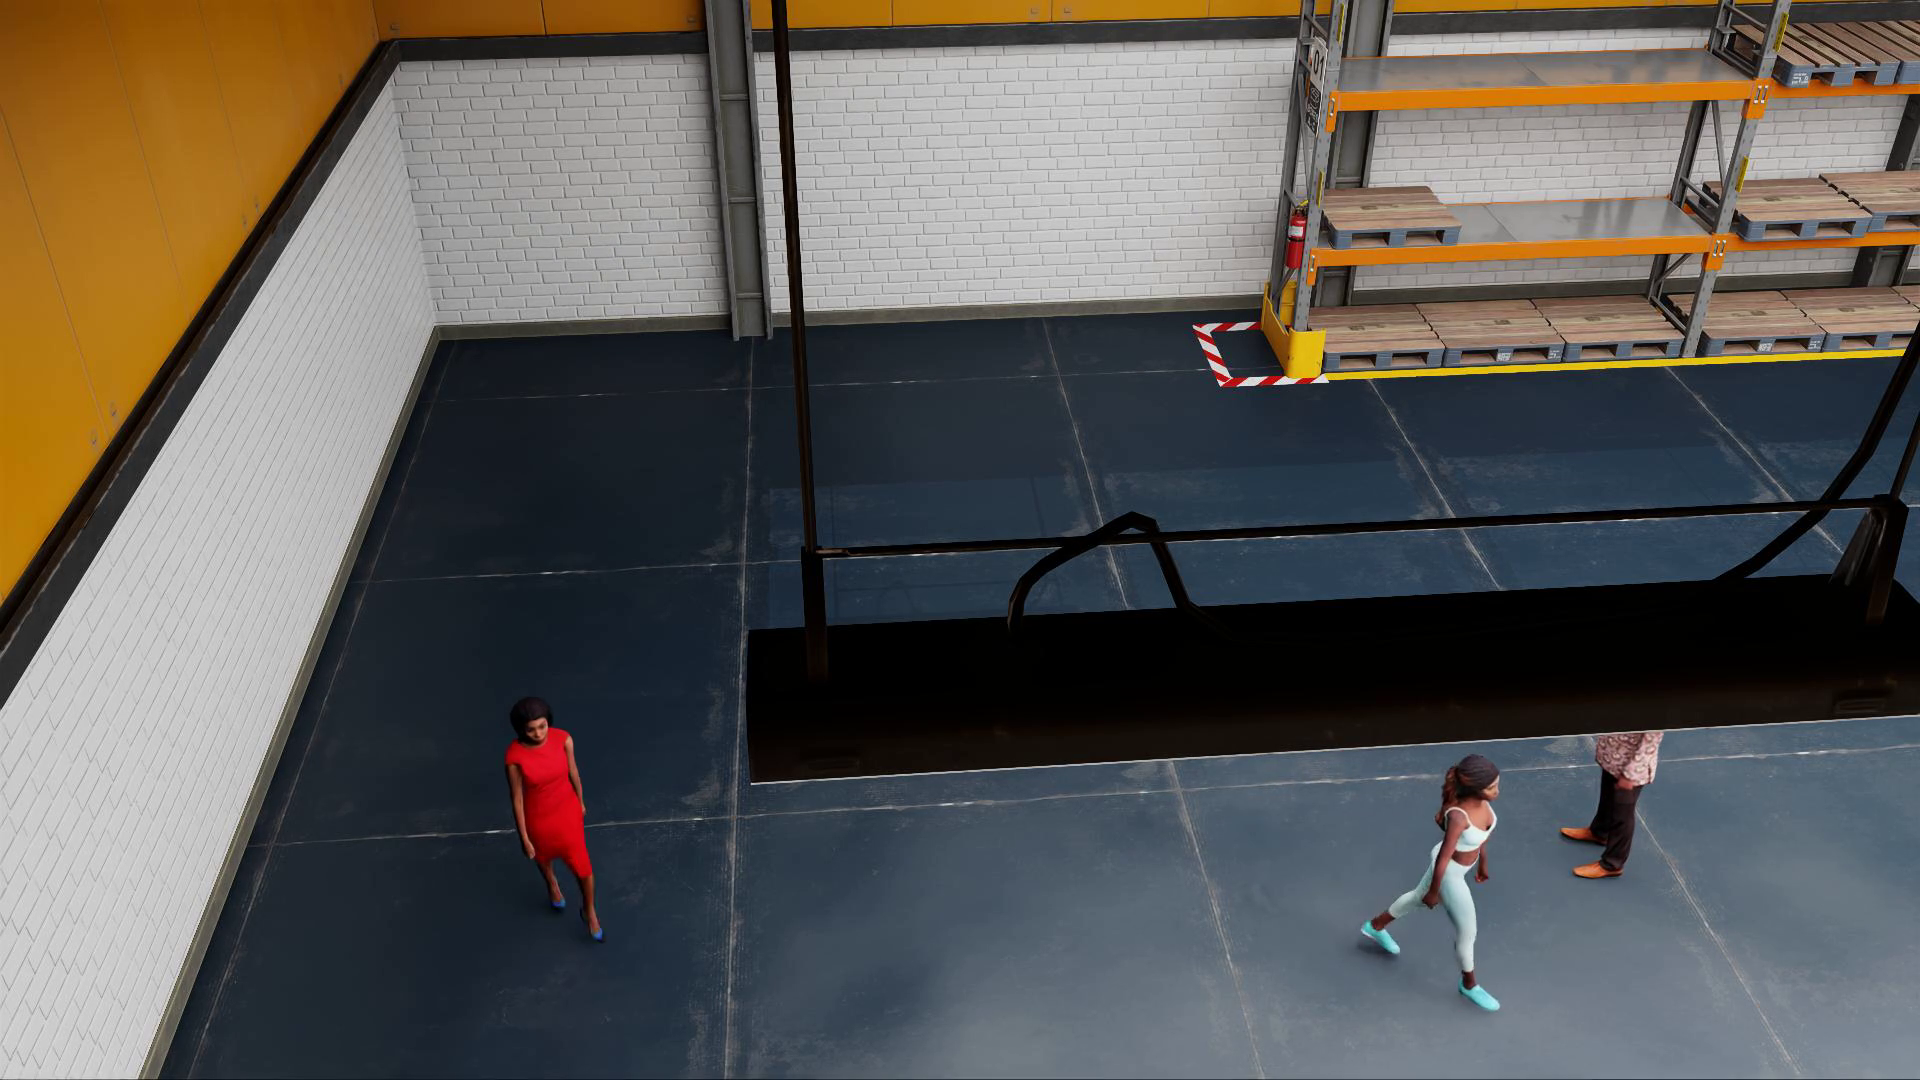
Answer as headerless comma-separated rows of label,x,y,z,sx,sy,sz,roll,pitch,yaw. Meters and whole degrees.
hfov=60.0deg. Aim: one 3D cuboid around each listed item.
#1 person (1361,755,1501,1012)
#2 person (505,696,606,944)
person,2.728,1.873,9.496,1.149,1.684,1.046,23,40,30
person,-2.469,1.582,9.900,0.900,1.722,0.878,-19,38,-26
